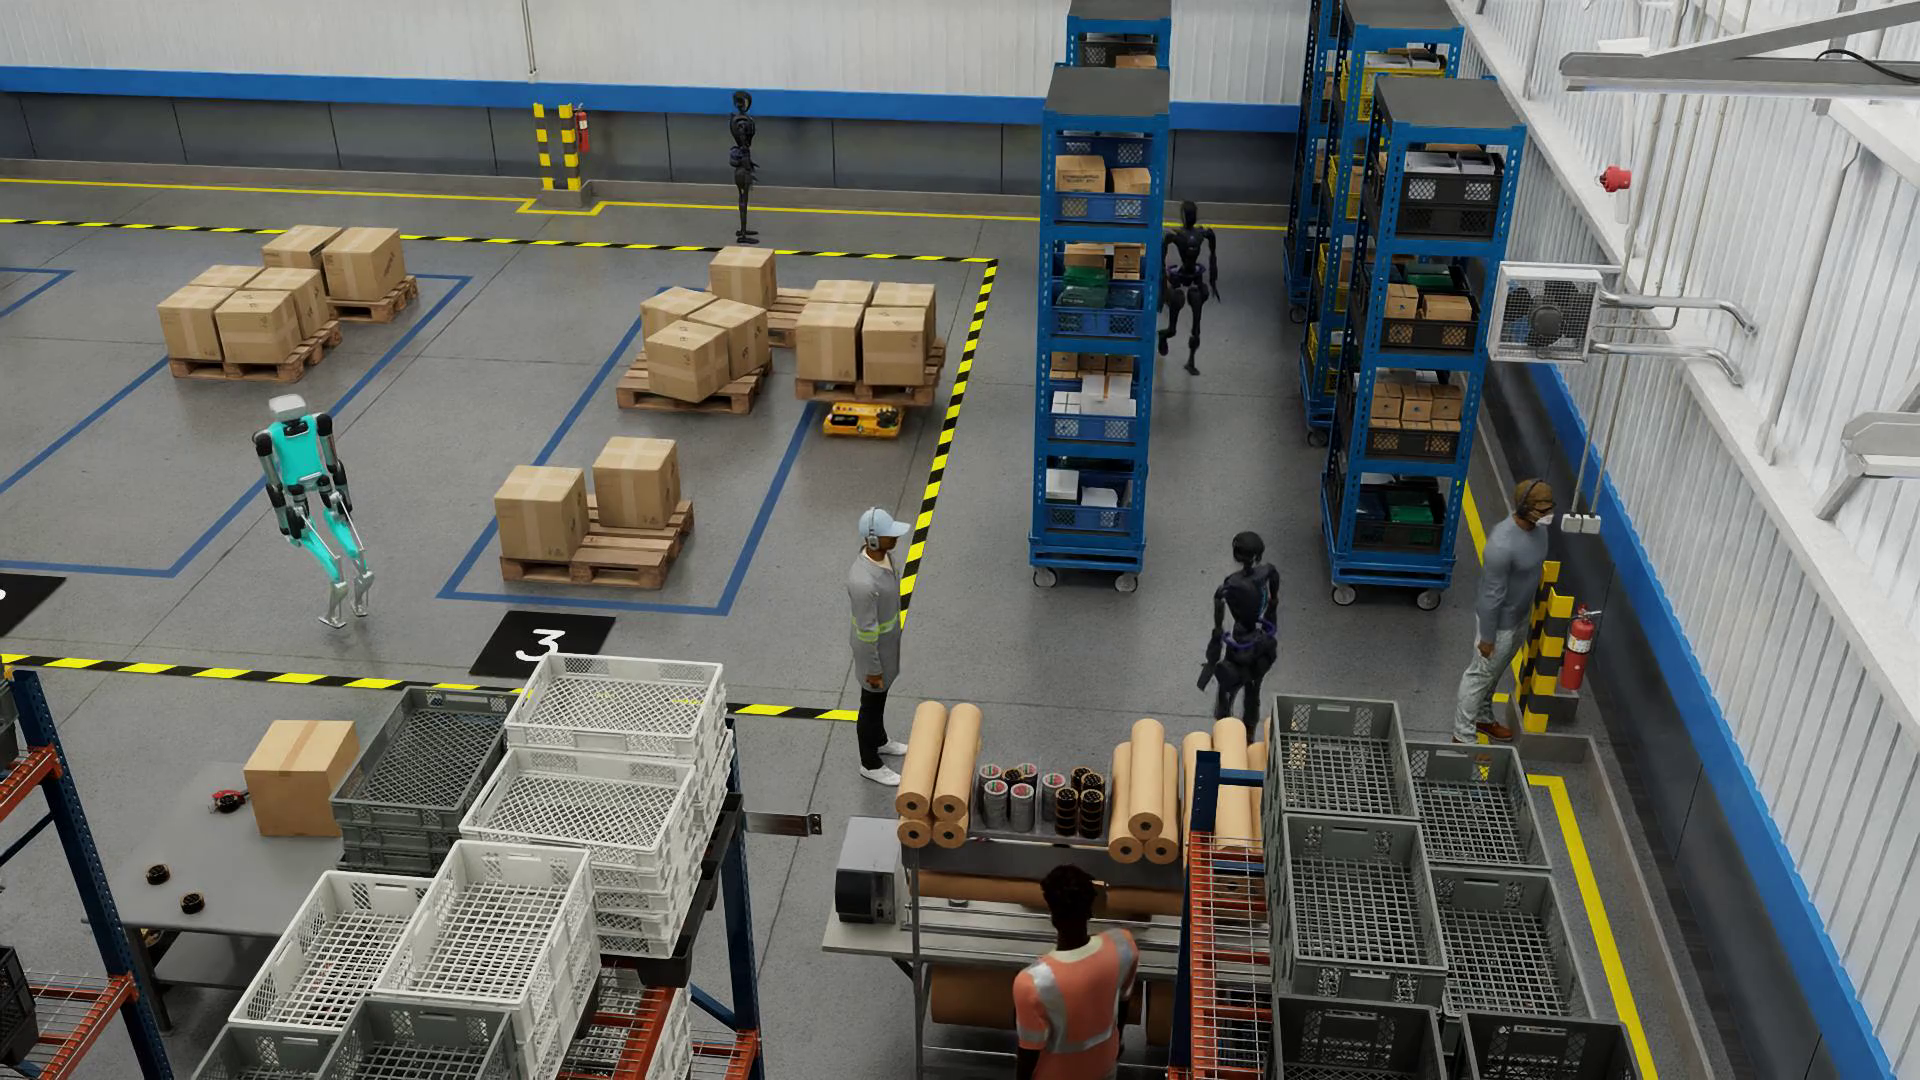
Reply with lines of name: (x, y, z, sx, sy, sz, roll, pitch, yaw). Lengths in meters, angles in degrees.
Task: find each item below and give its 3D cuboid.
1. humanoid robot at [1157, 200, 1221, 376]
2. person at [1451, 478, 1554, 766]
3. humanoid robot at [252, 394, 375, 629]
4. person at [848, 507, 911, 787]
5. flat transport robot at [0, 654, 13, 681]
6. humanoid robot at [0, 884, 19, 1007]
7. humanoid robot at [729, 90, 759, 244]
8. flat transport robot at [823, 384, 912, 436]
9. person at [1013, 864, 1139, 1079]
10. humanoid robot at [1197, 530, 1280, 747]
humanoid robot: (2.093, -2.370, 15.356, 0.604, 1.644, 0.551, -6, 31, -10)
person: (3.340, 0.473, 10.202, 0.353, 1.937, 0.634, 22, 37, 33)
humanoid robot: (-4.313, -0.137, 11.316, 0.533, 1.677, 0.735, -25, 39, -36)
person: (-0.472, 0.626, 10.024, 0.375, 1.852, 0.588, 4, 30, 7)
flat transport robot: (-7.142, 0.969, 11.010, 1.431, 0.231, 0.659, 3, 30, 6)
humanoid robot: (-5.010, 1.800, 8.188, 0.487, 1.645, 0.611, -4, 30, -7)
humanoid robot: (-2.377, -4.135, 18.364, 0.315, 1.653, 0.599, -2, 30, -4)
flat transport robot: (-0.783, -1.346, 14.958, 0.652, 0.197, 1.431, 3, 30, 6)
person: (0.468, 2.217, 7.185, 0.606, 1.958, 0.381, -17, 34, -27)
humanoid robot: (1.727, 0.690, 10.095, 0.609, 1.672, 0.338, -23, 37, -34)
